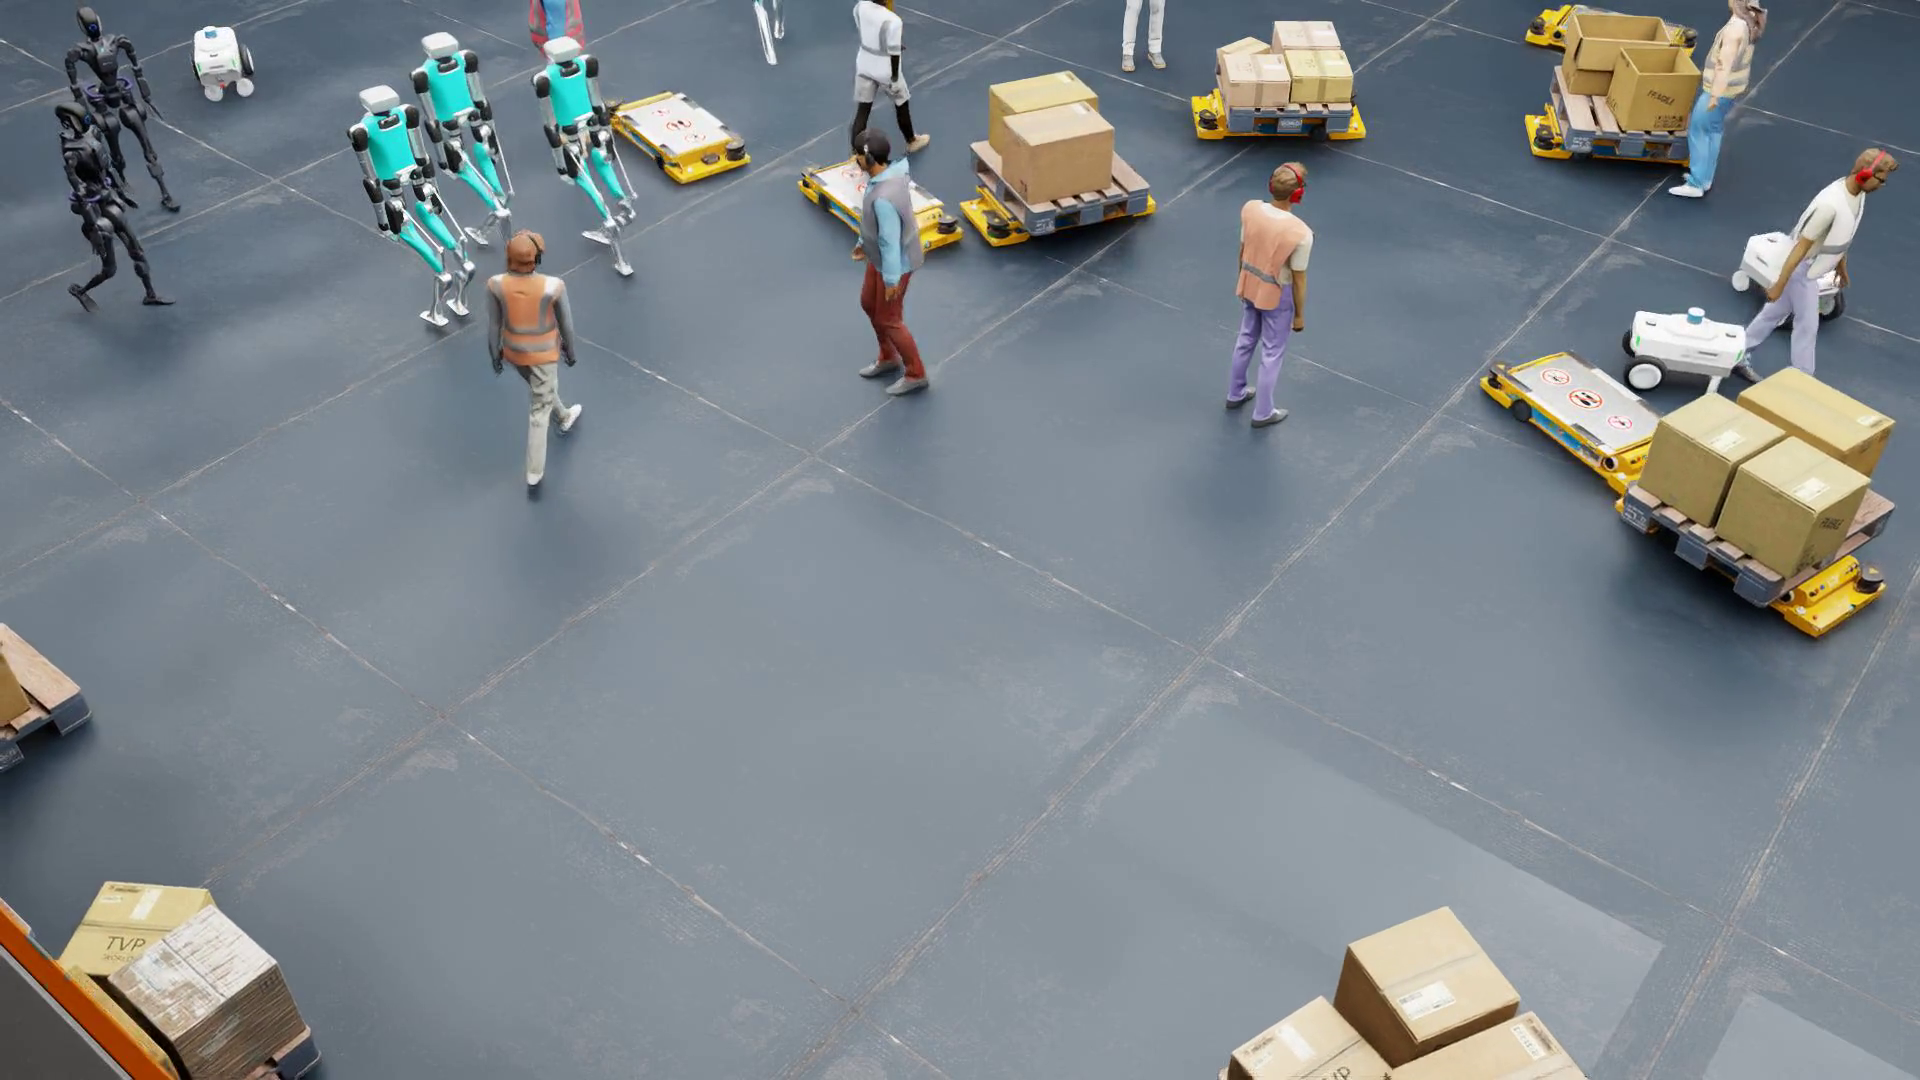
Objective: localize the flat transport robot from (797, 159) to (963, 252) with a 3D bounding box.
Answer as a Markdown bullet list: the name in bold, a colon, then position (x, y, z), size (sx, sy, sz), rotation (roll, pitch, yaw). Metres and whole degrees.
- **flat transport robot**: position (-0.651, -2.670, 13.219), size (0.659, 0.231, 1.431), rotation (-24, 46, -26)

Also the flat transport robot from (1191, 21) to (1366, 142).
- **flat transport robot**: position (2.759, -3.708, 14.440), size (1.431, 0.231, 0.659), rotation (0, 40, 0)

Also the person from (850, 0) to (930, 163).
- **person**: position (-0.627, -3.840, 13.524), size (0.536, 1.653, 0.843), rotation (28, 48, 29)

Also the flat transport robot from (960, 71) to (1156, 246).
- **flat transport robot**: position (0.780, -2.694, 13.247), size (1.431, 0.231, 0.659), rotation (-16, 43, -18)

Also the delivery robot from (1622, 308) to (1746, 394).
- **delivery robot**: position (4.936, -1.313, 11.404), size (0.769, 0.598, 0.517), rotation (11, 42, 12)

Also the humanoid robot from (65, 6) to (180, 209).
- **humanoid robot**: position (-6.605, -3.390, 13.014), size (0.613, 1.624, 0.781), rotation (-33, 50, -32)

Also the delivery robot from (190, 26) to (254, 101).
- **delivery robot**: position (-6.648, -4.315, 14.925), size (0.512, 0.584, 0.740), rotation (-13, 42, -15)

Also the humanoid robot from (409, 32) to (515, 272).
- **humanoid robot**: position (-3.499, -2.798, 12.235), size (0.958, 1.747, 0.536), rotation (31, 49, 31)

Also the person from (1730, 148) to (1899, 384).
- **person**: position (5.666, -1.712, 10.913), size (0.908, 1.788, 0.642), rotation (29, 48, 30)

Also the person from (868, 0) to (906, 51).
- **person**: position (-0.720, -5.244, 15.100), size (0.340, 1.755, 0.523), rotation (24, 46, 25)

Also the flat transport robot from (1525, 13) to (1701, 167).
- **flat transport robot**: position (5.577, -3.438, 14.122), size (1.431, 0.231, 0.659), rotation (6, 41, 6)

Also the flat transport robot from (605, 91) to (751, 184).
- **flat transport robot**: position (-2.428, -3.460, 14.149), size (0.659, 0.231, 1.431), rotation (-25, 46, -27)

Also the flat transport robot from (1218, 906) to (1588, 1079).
- **flat transport robot**: position (1.832, 2.626, 6.989), size (0.659, 0.231, 1.431), rotation (-16, 43, -18)

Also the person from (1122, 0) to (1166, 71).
- **person**: position (1.711, -5.140, 14.878), size (0.583, 1.881, 0.337), rotation (-7, 41, -9)

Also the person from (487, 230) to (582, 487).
- **person**: position (-2.686, -1.156, 10.428), size (0.509, 1.573, 0.892), rotation (9, 41, 10)

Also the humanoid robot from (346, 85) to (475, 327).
- **humanoid robot**: position (-3.709, -2.258, 11.531), size (0.747, 1.697, 0.530), rotation (27, 47, 28)

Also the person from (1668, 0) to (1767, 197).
- **person**: position (6.025, -3.594, 13.205), size (0.403, 1.686, 0.561), rotation (26, 47, 28)

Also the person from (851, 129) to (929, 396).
- **person**: position (-0.475, -1.859, 11.058), size (0.529, 1.840, 0.578), rotation (-4, 41, -4)

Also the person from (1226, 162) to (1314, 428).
- **person**: position (1.977, -1.558, 10.703), size (0.381, 1.835, 0.559), rotation (-25, 46, -27)

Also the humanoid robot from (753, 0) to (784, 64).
- **humanoid robot**: position (-1.737, -5.267, 15.191), size (0.564, 1.827, 0.898), rotation (-7, 41, -8)

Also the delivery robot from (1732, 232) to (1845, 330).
- **delivery robot**: position (6.044, -1.918, 12.102), size (0.499, 0.579, 0.753), rotation (-11, 42, -13)

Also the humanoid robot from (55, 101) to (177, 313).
- **humanoid robot**: position (-6.149, -2.359, 11.784), size (0.670, 1.637, 0.609), rotation (0, 40, 0)

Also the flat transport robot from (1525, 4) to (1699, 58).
- **flat transport robot**: position (6.136, -4.738, 15.652), size (1.431, 0.231, 0.659), rotation (21, 45, 23)

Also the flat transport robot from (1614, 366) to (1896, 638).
- **flat transport robot**: position (4.768, 0.007, 10.070), size (0.659, 0.231, 1.431), rotation (-24, 46, -26)

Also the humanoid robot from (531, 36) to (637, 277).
- **humanoid robot**: position (-2.638, -2.756, 12.202), size (0.893, 1.764, 0.530), rotation (32, 50, 32)

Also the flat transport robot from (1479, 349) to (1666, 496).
- **flat transport robot**: position (4.189, -0.808, 11.029), size (0.659, 0.231, 1.431), rotation (-19, 44, -21)

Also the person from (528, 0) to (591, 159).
- **person**: position (-3.279, -4.031, 13.618), size (0.430, 1.832, 0.633), rotation (-5, 41, -5)
